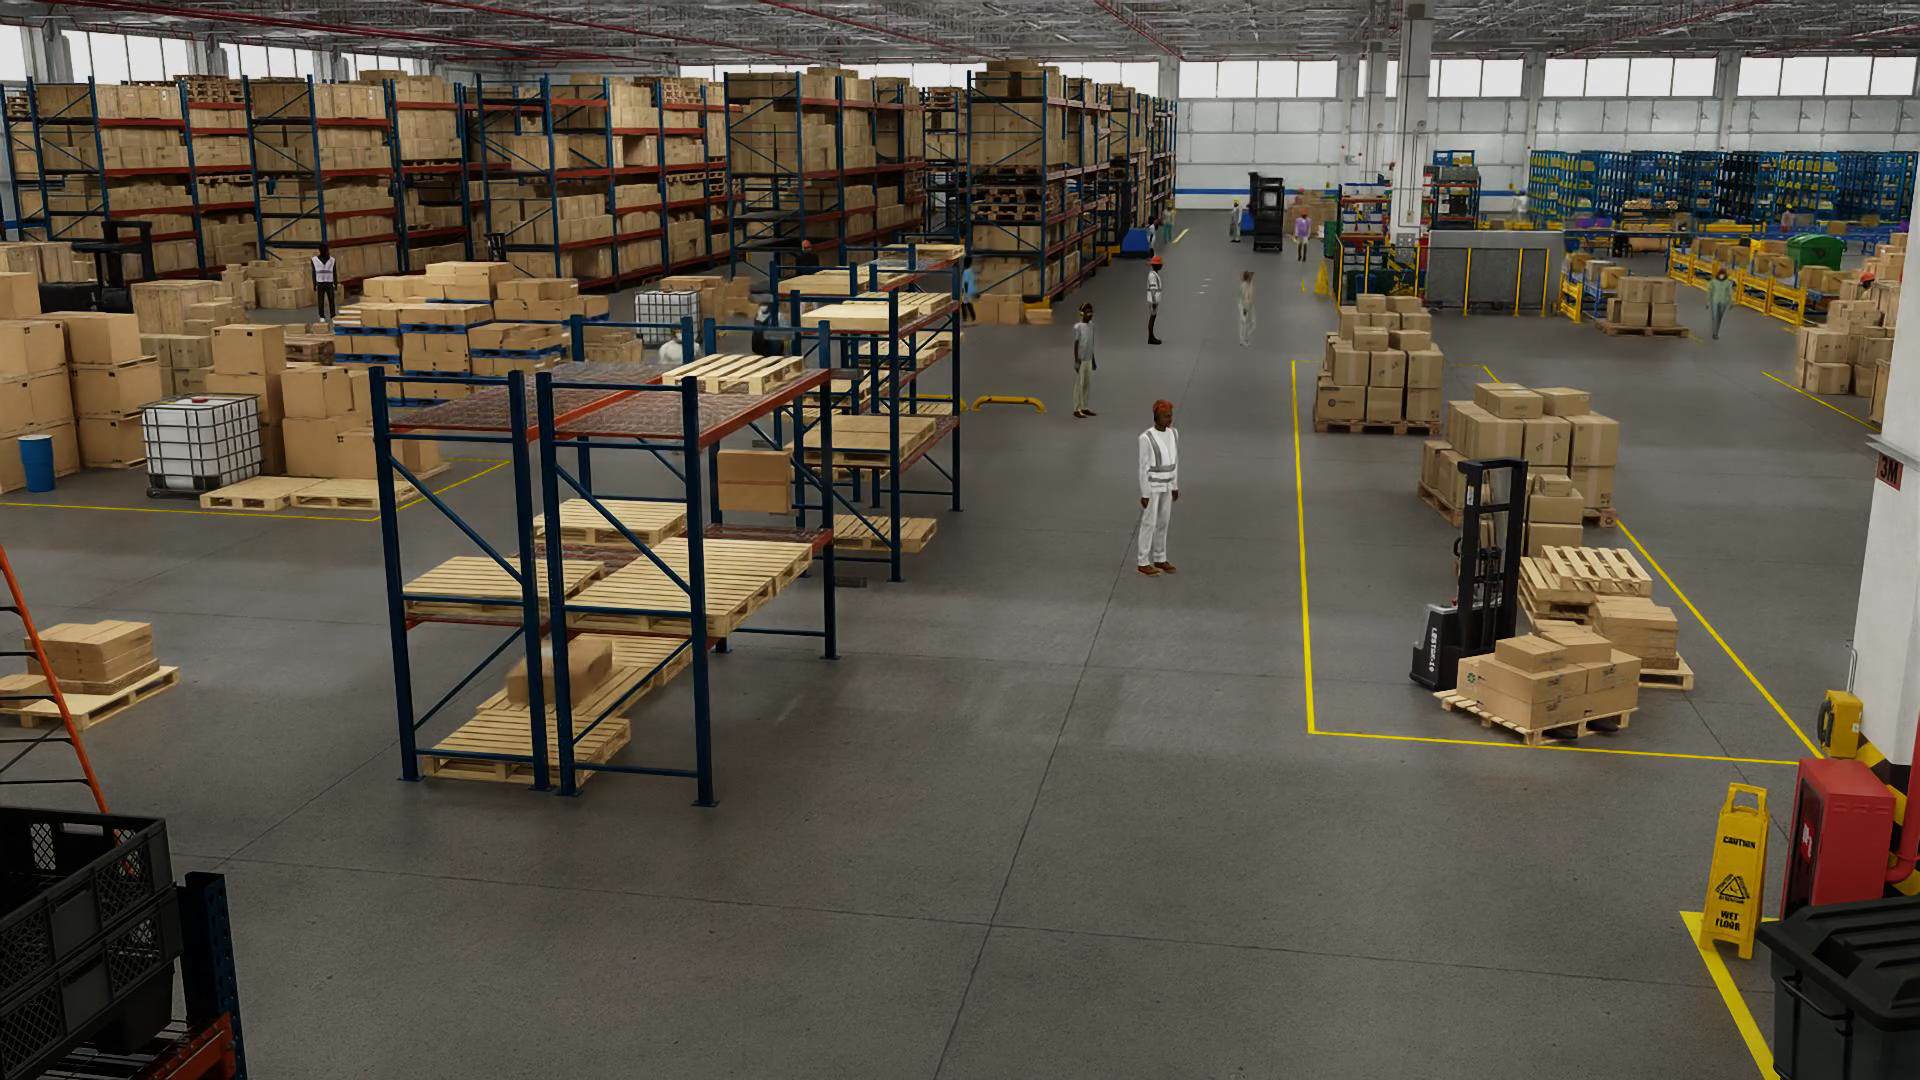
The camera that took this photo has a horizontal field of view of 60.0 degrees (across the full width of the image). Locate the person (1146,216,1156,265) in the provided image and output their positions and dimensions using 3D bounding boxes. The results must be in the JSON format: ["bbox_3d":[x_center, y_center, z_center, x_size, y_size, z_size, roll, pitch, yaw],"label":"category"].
[{"bbox_3d":[6.659,-10.423,57.958,0.319,1.697,0.533,2,14,7],"label":"person"}]

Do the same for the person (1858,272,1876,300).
[{"bbox_3d":[17.647,-4.261,32.464,0.543,1.928,0.372,-13,19,-43],"label":"person"}]

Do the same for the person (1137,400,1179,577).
[{"bbox_3d":[2.086,-0.546,17.500,0.351,1.878,0.568,13,19,42],"label":"person"}]

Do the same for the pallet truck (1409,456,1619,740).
[{"bbox_3d":[4.504,0.400,13.395,0.823,1.965,1.885,-6,15,-23],"label":"pallet truck"}]

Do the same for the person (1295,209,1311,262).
[{"bbox_3d":[12.276,-10.903,59.549,0.550,1.883,1.005,3,14,10],"label":"person"}]

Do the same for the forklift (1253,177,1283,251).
[{"bbox_3d":[12.083,-12.747,64.956,1.129,2.768,1.873,3,14,10],"label":"forklift"}]

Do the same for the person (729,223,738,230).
[{"bbox_3d":[-9.232,-12.699,67.371,0.503,1.616,0.605,3,14,13],"label":"person"}]

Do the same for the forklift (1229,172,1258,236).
[{"bbox_3d":[12.899,-14.823,73.386,1.873,2.768,1.129,3,14,10],"label":"forklift"}]

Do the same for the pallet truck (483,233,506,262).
[{"bbox_3d":[-11.832,-7.026,43.548,1.885,1.965,0.823,8,16,28],"label":"pallet truck"}]

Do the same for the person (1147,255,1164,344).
[{"bbox_3d":[4.297,-5.278,36.572,0.362,1.938,0.545,2,14,9],"label":"person"}]

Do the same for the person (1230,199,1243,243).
[{"bbox_3d":[11.577,-13.379,69.687,0.404,1.827,0.599,-6,15,-24],"label":"person"}]

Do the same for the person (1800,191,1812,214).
[{"bbox_3d":[40.730,-15.953,80.246,0.996,1.792,0.615,7,16,28],"label":"person"}]

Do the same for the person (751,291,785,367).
[{"bbox_3d":[-3.250,-3.201,27.928,0.595,2.000,0.720,-13,19,-42],"label":"person"}]

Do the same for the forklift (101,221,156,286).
[{"bbox_3d":[-16.772,-5.071,33.793,1.129,2.768,1.873,3,14,10],"label":"forklift"}]

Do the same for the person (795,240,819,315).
[{"bbox_3d":[-3.767,-6.396,41.029,0.610,1.984,0.408,-4,15,-18],"label":"person"}]

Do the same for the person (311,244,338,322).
[{"bbox_3d":[-15.572,-6.303,40.797,0.587,1.911,0.397,-7,16,-28],"label":"person"}]

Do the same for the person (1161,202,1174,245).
[{"bbox_3d":[8.587,-13.079,68.671,0.538,1.741,0.699,2,14,10],"label":"person"}]

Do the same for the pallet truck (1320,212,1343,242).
[{"bbox_3d":[15.874,-13.227,70.310,0.680,1.201,1.601,10,17,35],"label":"pallet truck"}]

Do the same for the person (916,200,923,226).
[{"bbox_3d":[-1.998,-16.496,82.123,0.551,1.932,0.367,-4,14,-15],"label":"person"}]

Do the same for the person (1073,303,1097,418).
[{"bbox_3d":[2.056,-2.937,27.209,0.322,1.871,0.531,12,18,39],"label":"person"}]

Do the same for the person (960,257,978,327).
[{"bbox_3d":[0.172,-5.935,39.787,0.486,1.668,0.547,7,15,25],"label":"person"}]

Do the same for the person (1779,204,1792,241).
[{"bbox_3d":[32.755,-12.424,65.940,0.331,1.768,0.526,-1,14,-6],"label":"person"}]

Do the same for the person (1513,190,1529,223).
[{"bbox_3d":[26.193,-15.396,77.724,0.605,1.905,0.926,-1,14,-6],"label":"person"}]

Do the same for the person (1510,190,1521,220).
[{"bbox_3d":[27.224,-16.178,81.136,0.914,1.781,0.617,1,14,4],"label":"person"}]

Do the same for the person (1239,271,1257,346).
[{"bbox_3d":[6.267,-5.040,36.235,0.405,1.624,0.550,9,16,32],"label":"person"}]

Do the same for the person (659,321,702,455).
[{"bbox_3d":[-4.026,-2.201,24.077,0.635,1.937,0.352,-8,16,-28],"label":"person"}]

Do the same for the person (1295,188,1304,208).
[{"bbox_3d":[15.972,-15.556,78.216,0.437,1.976,0.625,-5,15,-20],"label":"person"}]

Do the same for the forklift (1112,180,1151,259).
[{"bbox_3d":[6.082,-11.722,60.796,1.873,2.768,1.129,2,14,9],"label":"forklift"}]

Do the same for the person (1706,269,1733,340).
[{"bbox_3d":[17.038,-5.282,37.306,0.507,1.583,0.842,3,14,12],"label":"person"}]
